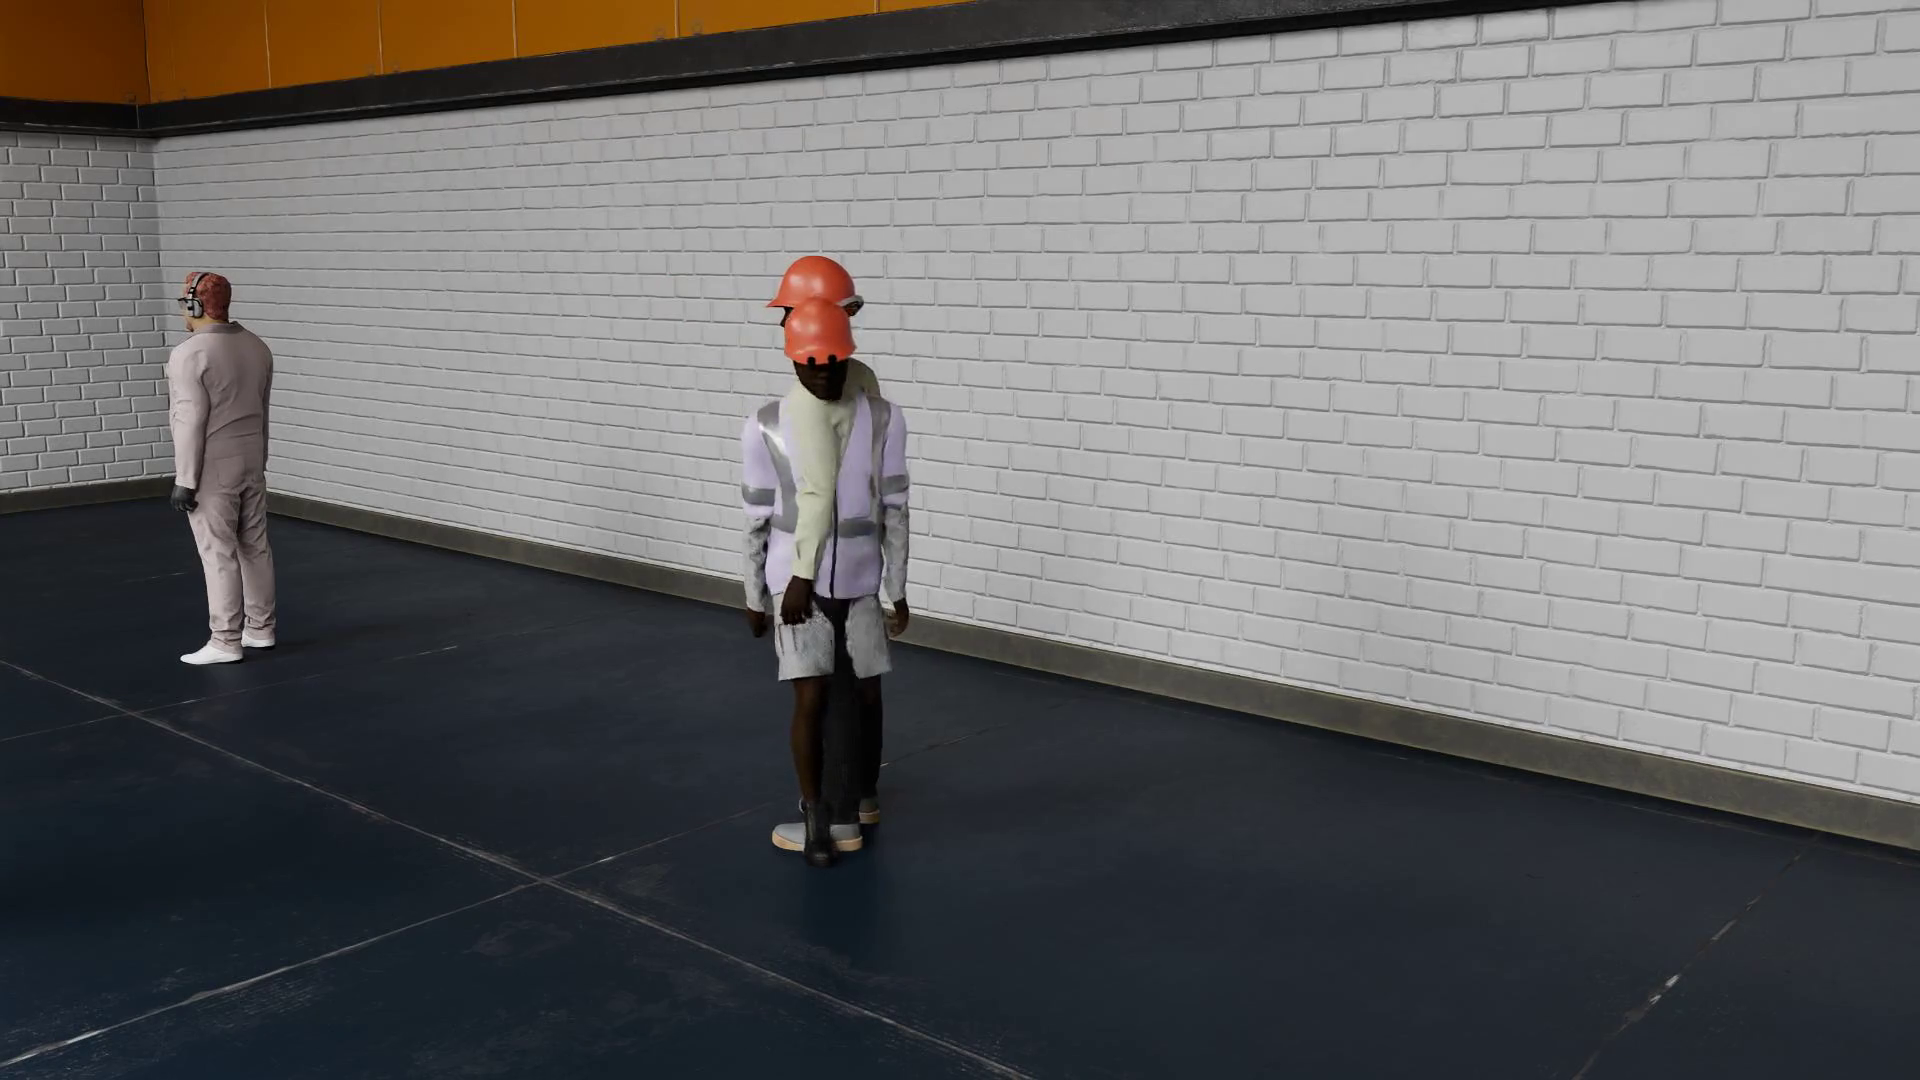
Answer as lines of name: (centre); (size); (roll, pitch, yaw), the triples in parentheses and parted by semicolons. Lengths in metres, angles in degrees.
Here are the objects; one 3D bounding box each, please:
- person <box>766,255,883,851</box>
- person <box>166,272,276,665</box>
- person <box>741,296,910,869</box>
person: (-0.452, 0.052, 5.614); (0.383, 1.996, 0.609); (3, 10, 14)
person: (-3.628, -0.347, 8.137); (0.410, 1.909, 0.643); (2, 10, 12)
person: (-0.458, 0.121, 5.581); (0.559, 1.884, 0.771); (-3, 10, -14)
